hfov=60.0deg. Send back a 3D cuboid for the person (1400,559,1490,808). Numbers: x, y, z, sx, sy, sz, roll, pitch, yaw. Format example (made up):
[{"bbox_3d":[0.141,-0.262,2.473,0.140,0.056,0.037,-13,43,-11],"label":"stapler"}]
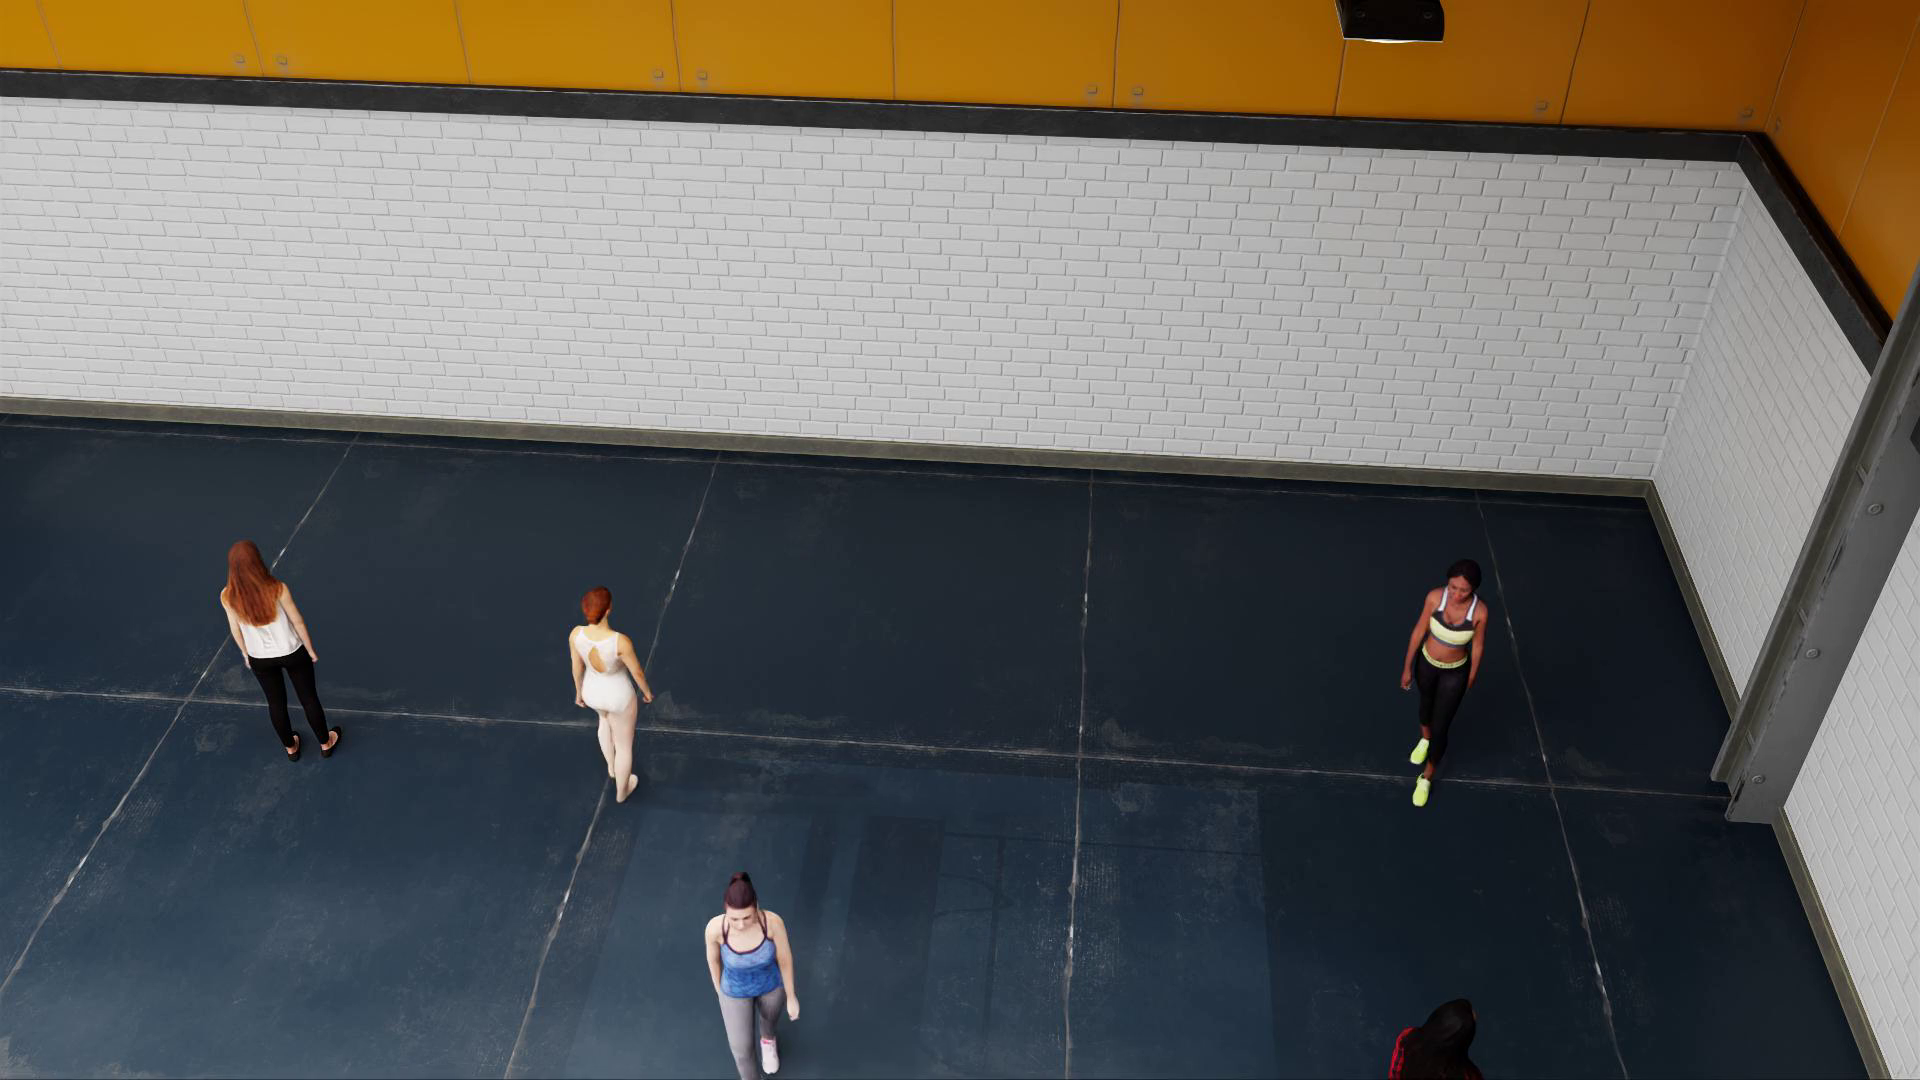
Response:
[{"bbox_3d":[2.993,0.745,10.219,0.817,1.729,0.965,25,45,28],"label":"person"}]

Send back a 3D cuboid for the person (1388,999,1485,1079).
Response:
[{"bbox_3d":[2.183,2.718,7.806,0.664,1.657,0.688,27,46,30],"label":"person"}]

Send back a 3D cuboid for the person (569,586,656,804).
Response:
[{"bbox_3d":[-2.137,0.990,9.989,0.629,1.633,0.642,8,39,10],"label":"person"}]

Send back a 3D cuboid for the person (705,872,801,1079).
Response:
[{"bbox_3d":[-1.056,2.217,8.491,0.719,1.585,0.918,-8,39,-10],"label":"person"}]

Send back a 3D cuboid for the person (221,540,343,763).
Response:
[{"bbox_3d":[-4.220,0.698,10.284,0.624,1.722,0.577,-6,39,-7],"label":"person"}]
